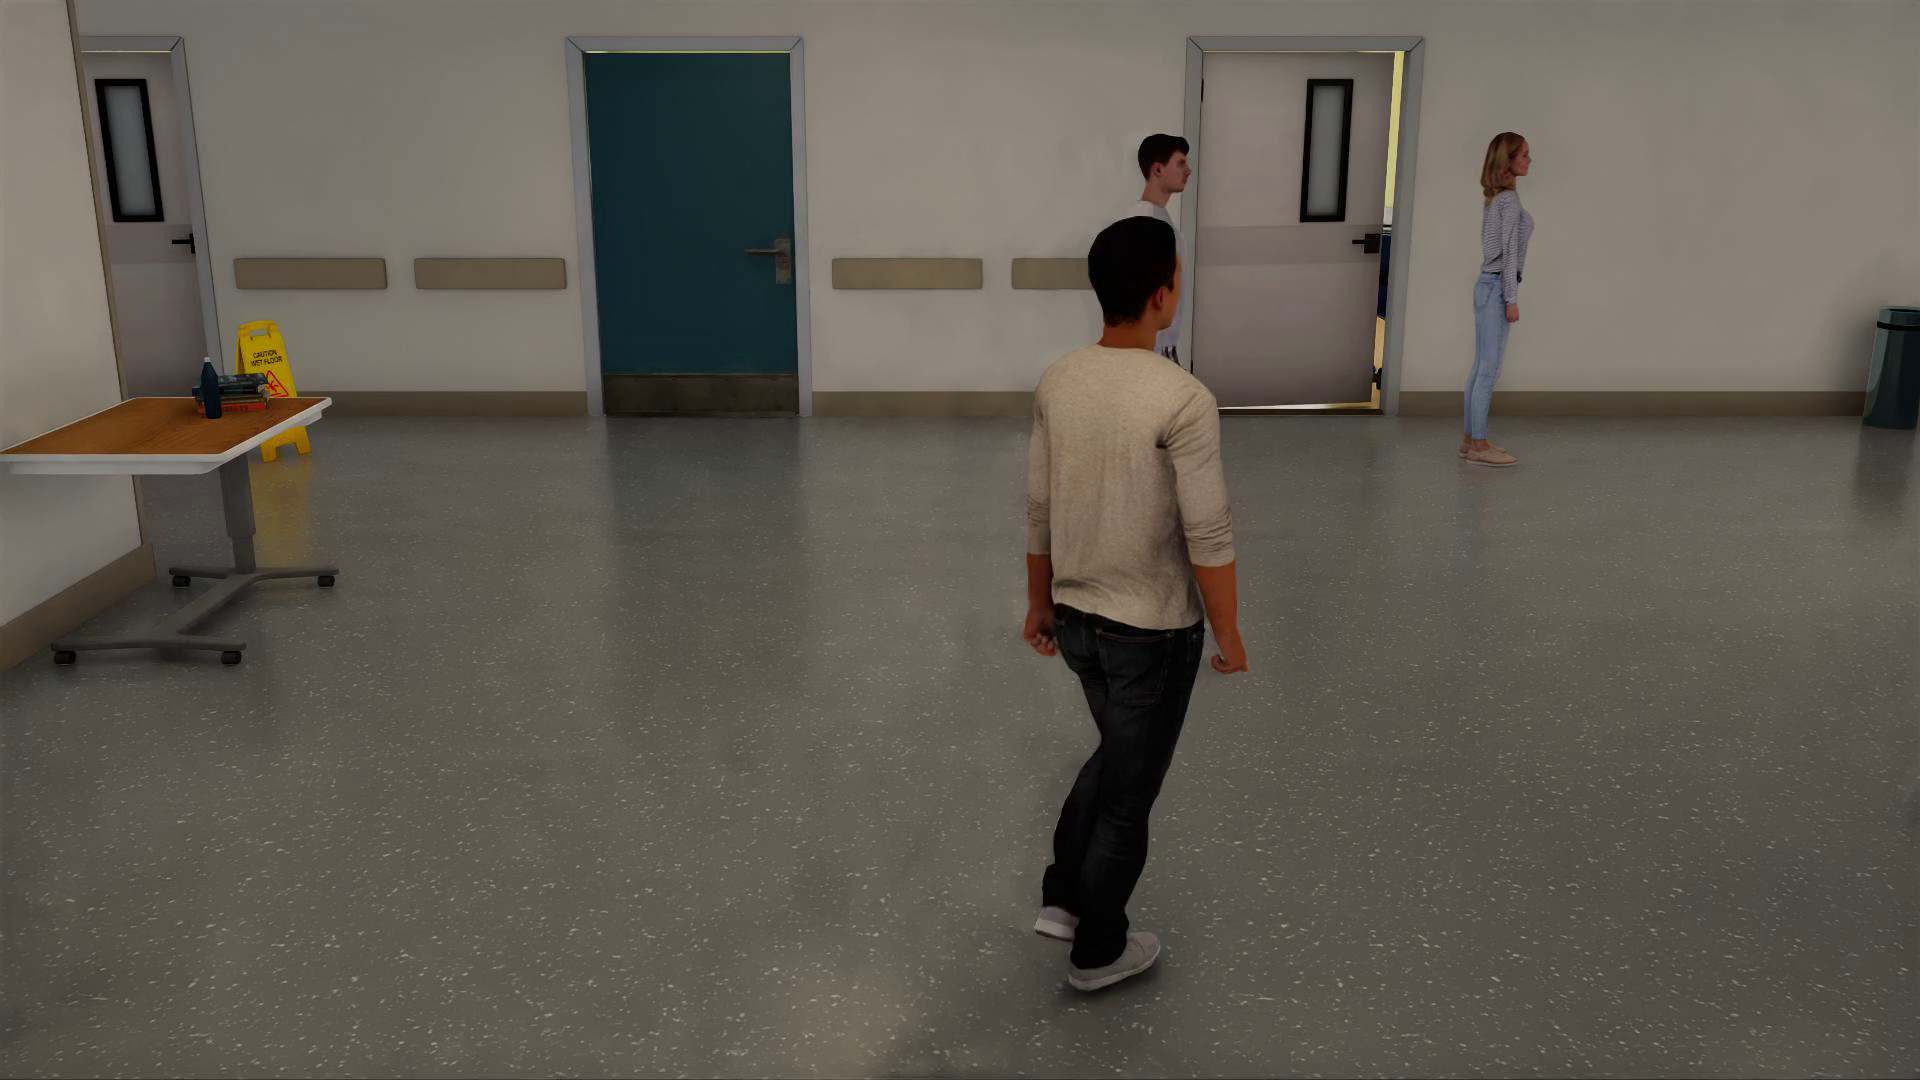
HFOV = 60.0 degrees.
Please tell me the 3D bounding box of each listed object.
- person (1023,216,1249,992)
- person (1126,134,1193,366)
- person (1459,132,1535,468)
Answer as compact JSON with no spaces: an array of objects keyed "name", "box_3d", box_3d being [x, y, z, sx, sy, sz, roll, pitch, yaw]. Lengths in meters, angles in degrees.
[{"name":"person","box_3d":[0.310,0.207,3.708,0.858,1.794,0.803,-14,21,-41]},{"name":"person","box_3d":[0.765,-0.860,7.426,0.921,1.831,0.766,4,16,15]},{"name":"person","box_3d":[2.932,-1.313,9.098,0.538,1.796,0.609,2,16,6]}]
